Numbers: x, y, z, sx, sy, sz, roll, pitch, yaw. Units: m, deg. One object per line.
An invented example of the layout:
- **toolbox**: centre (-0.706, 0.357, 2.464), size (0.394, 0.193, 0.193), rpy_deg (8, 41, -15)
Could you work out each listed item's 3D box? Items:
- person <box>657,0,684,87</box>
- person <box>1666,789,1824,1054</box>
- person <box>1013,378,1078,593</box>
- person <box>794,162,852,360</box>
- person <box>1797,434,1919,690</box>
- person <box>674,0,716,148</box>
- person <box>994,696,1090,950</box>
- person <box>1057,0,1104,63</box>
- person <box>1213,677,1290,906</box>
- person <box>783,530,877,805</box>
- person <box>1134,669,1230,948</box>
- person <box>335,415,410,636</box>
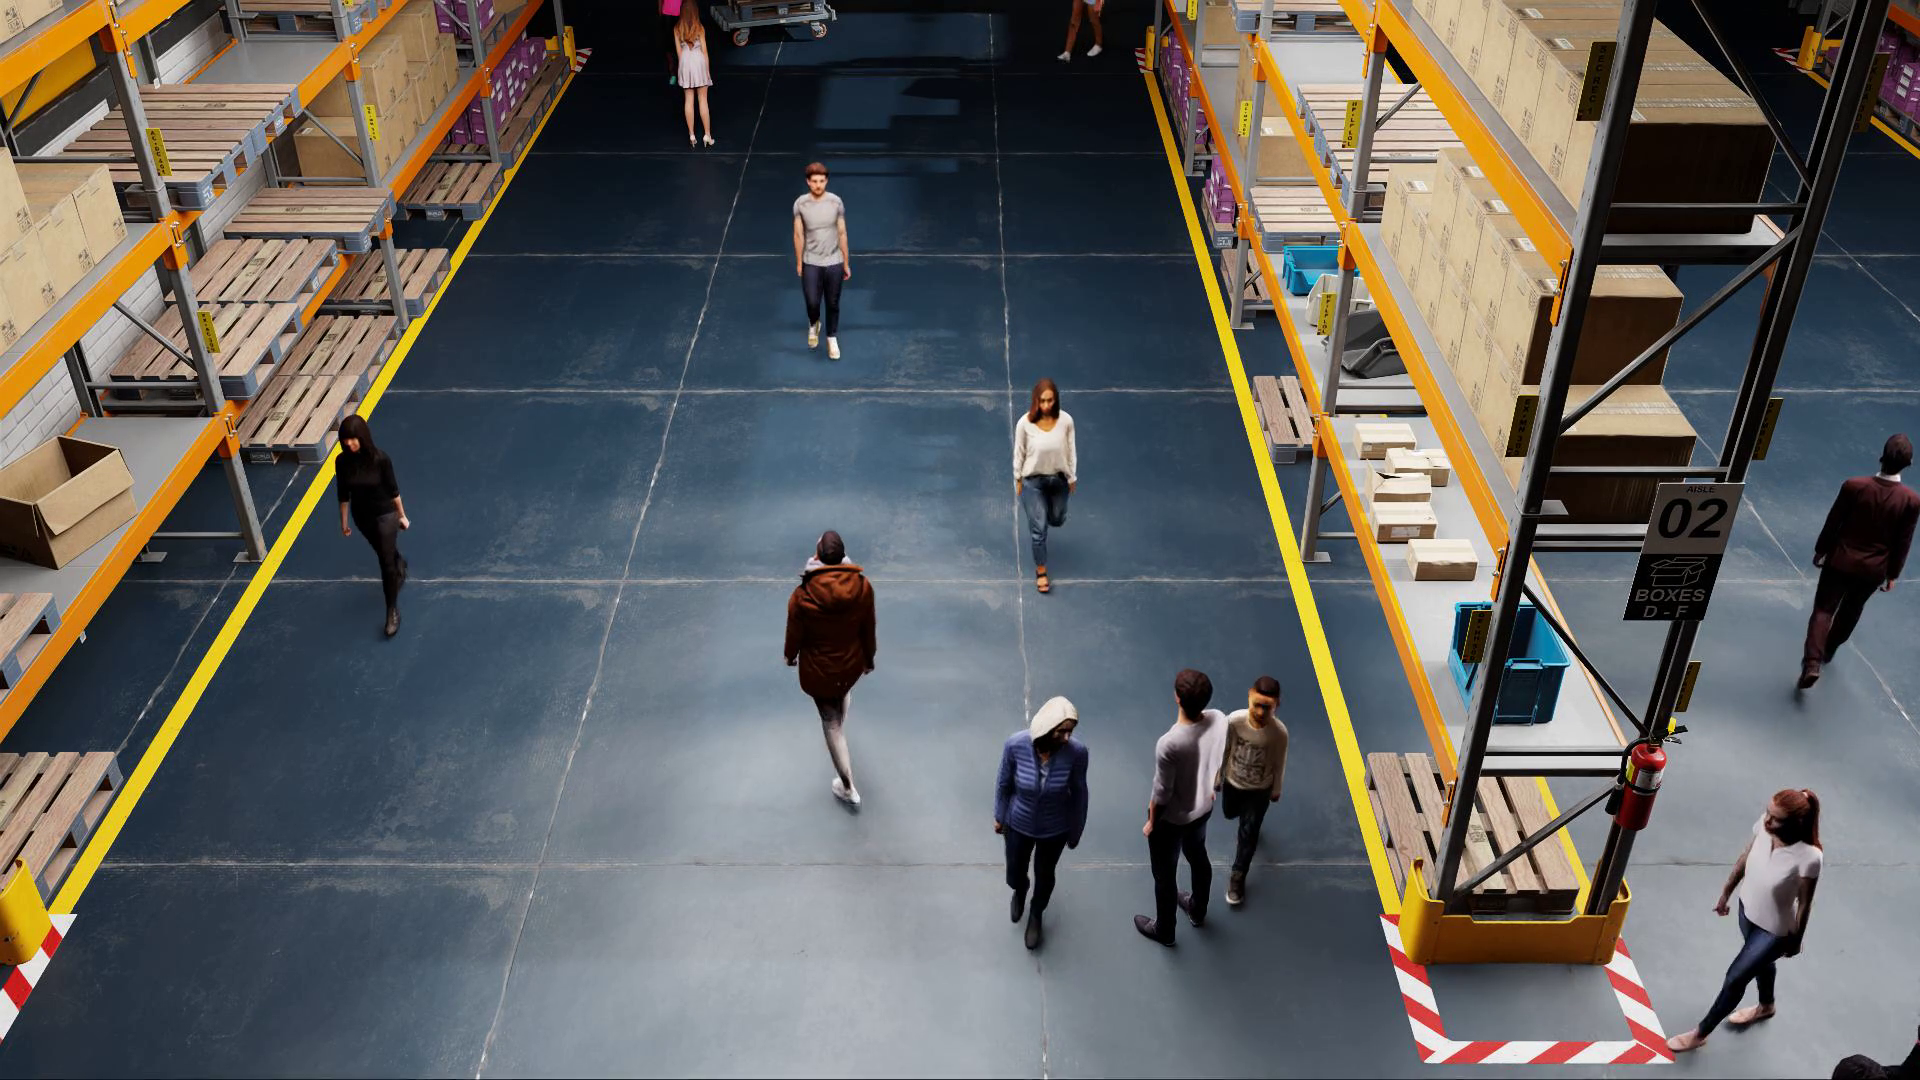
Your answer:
- **person**: centre (-3.766, -6.919, 21.922), size (0.655, 1.697, 0.917), rpy_deg (-6, 34, -9)
- **person**: centre (4.242, 1.950, 8.578), size (0.795, 1.700, 0.966), rpy_deg (-9, 35, -13)
- **person**: centre (0.621, -0.466, 12.245), size (0.696, 1.663, 0.951), rpy_deg (-4, 34, -6)
- **person**: centre (-1.265, -2.589, 15.242), size (0.701, 1.881, 0.735), rpy_deg (-5, 34, -7)
- **person**: centre (5.988, 0.181, 11.107), size (1.034, 1.845, 1.239), rpy_deg (17, 37, 23)
- **person**: centre (-3.172, -5.567, 19.823), size (0.588, 1.769, 0.606), rpy_deg (4, 34, 6)
- **person**: centre (0.455, 1.501, 9.240), size (0.714, 1.714, 0.684), rpy_deg (6, 34, 10)
- **person**: centre (1.796, -7.397, 22.575), size (1.140, 1.771, 1.271), rpy_deg (25, 41, 32)
- **person**: centre (1.689, 1.367, 9.685), size (0.793, 1.444, 1.024), rpy_deg (13, 36, 19)
- **person**: centre (-0.757, 0.810, 10.208), size (1.054, 1.793, 1.258), rpy_deg (-17, 37, -23)
- **person**: centre (1.229, 1.471, 9.169), size (0.729, 1.843, 0.751), rpy_deg (-23, 40, -31)
- **person**: centre (-4.165, -0.210, 11.910), size (0.590, 1.608, 1.046), rpy_deg (0, 34, 0)
